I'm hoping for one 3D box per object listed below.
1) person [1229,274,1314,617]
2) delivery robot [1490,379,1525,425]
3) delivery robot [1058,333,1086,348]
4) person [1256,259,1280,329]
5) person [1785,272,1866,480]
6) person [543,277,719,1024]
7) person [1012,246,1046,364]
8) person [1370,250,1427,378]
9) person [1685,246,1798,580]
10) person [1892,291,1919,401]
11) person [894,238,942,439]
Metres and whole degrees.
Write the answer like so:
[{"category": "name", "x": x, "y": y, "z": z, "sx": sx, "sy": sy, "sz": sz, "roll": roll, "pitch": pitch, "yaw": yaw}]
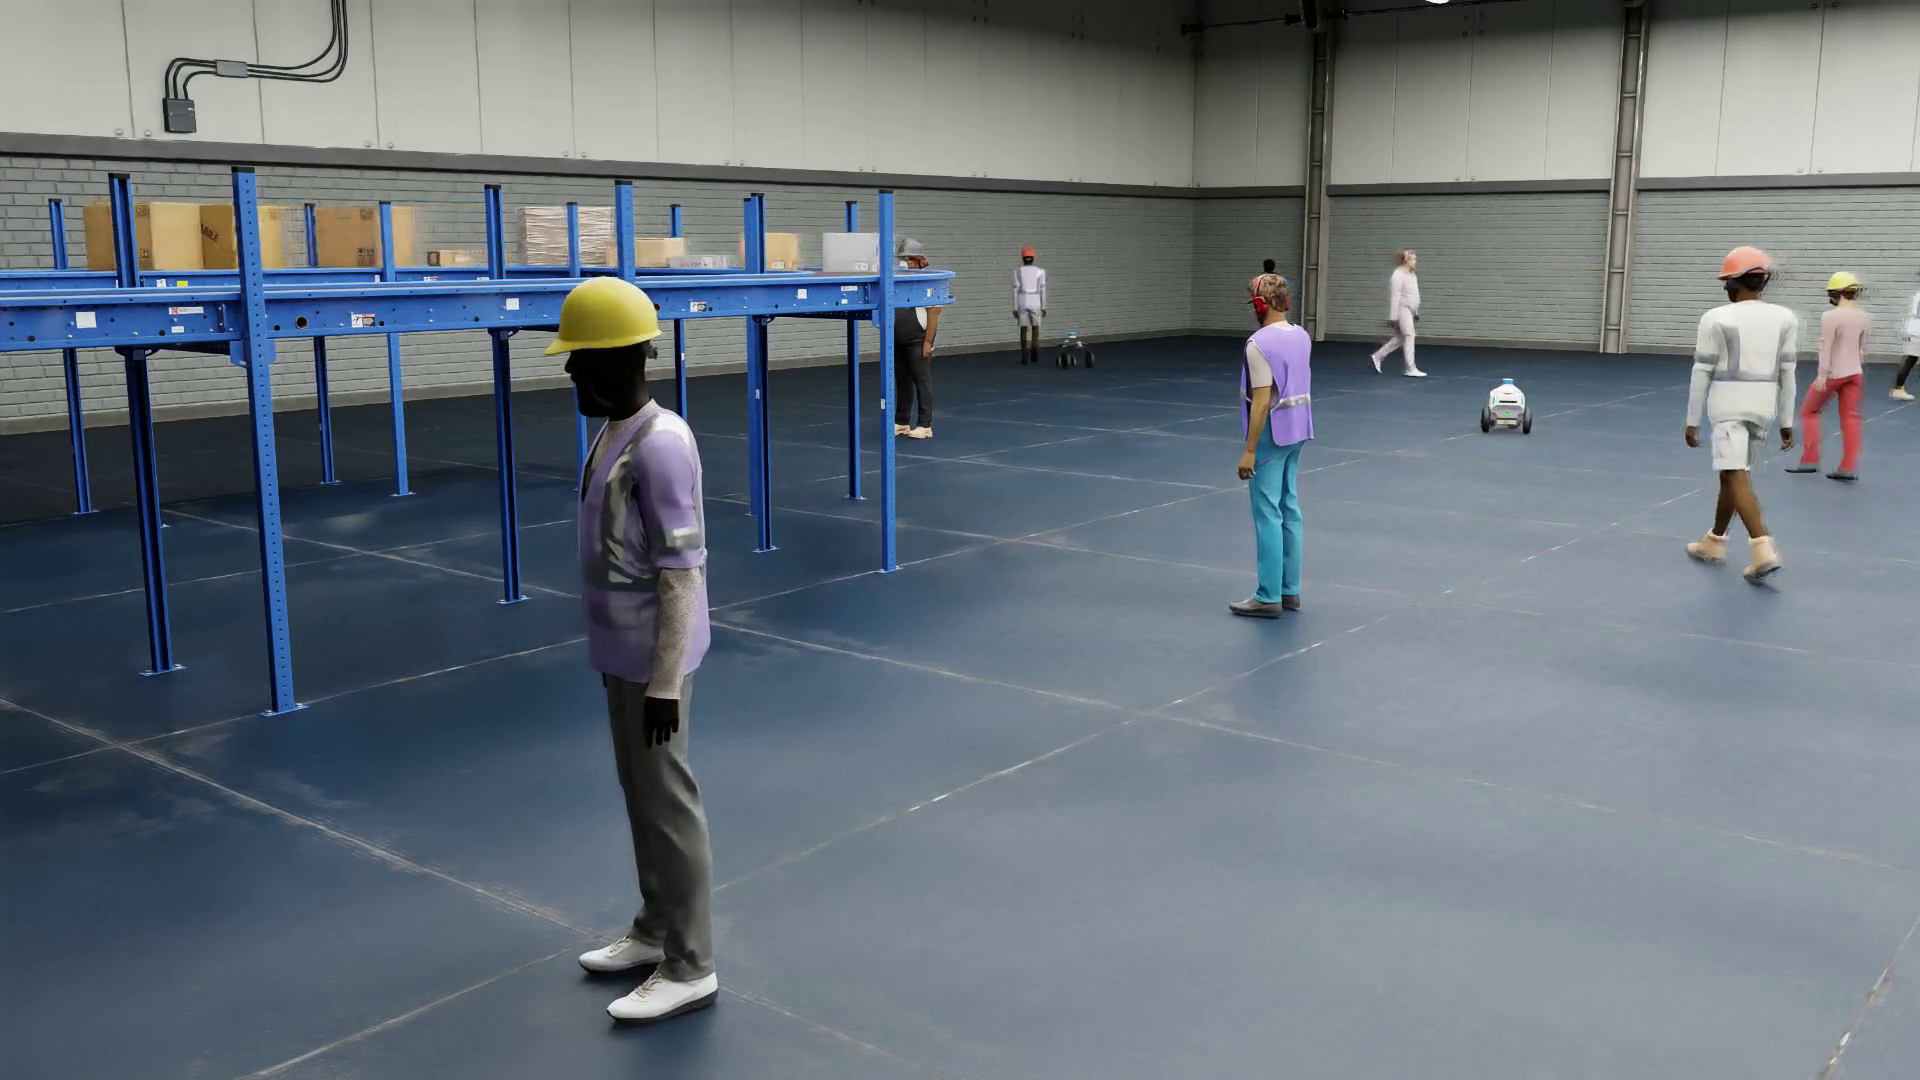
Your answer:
[{"category": "person", "x": 1.696, "y": -0.511, "z": 8.990, "sx": 0.393, "sy": 1.835, "sz": 0.572, "roll": 8, "pitch": 13, "yaw": 37}, {"category": "delivery robot", "x": 5.849, "y": -1.480, "z": 17.774, "sx": 0.477, "sy": 0.478, "sz": 0.707, "roll": 3, "pitch": 11, "yaw": 17}, {"category": "delivery robot", "x": 1.800, "y": -3.198, "z": 26.572, "sx": 0.335, "sy": 0.223, "sz": 0.698, "roll": -3, "pitch": 11, "yaw": -18}, {"category": "person", "x": 5.510, "y": -4.151, "z": 29.563, "sx": 0.545, "sy": 1.684, "sz": 0.545, "roll": -4, "pitch": 11, "yaw": -21}, {"category": "person", "x": 7.395, "y": -1.398, "z": 14.140, "sx": 0.560, "sy": 1.740, "sz": 0.663, "roll": -4, "pitch": 11, "yaw": -23}, {"category": "person", "x": -0.852, "y": 0.286, "z": 4.334, "sx": 0.385, "sy": 1.922, "sz": 0.594, "roll": -4, "pitch": 11, "yaw": -23}, {"category": "person", "x": 1.130, "y": -3.846, "z": 27.237, "sx": 0.574, "sy": 1.920, "sz": 0.435, "roll": 0, "pitch": 10, "yaw": -2}, {"category": "person", "x": 6.564, "y": -3.384, "z": 24.807, "sx": 0.838, "sy": 1.881, "sz": 0.655, "roll": 6, "pitch": 12, "yaw": 29}, {"category": "person", "x": 4.749, "y": -0.775, "z": 10.064, "sx": 0.612, "sy": 1.994, "sz": 1.037, "roll": -2, "pitch": 10, "yaw": -9}, {"category": "person", "x": 12.246, "y": -2.585, "z": 20.972, "sx": 0.831, "sy": 1.655, "sz": 0.550, "roll": 3, "pitch": 11, "yaw": 18}, {"category": "person", "x": -0.532, "y": -2.056, "z": 17.110, "sx": 0.538, "sy": 2.000, "sz": 0.684, "roll": -9, "pitch": 14, "yaw": -41}]
